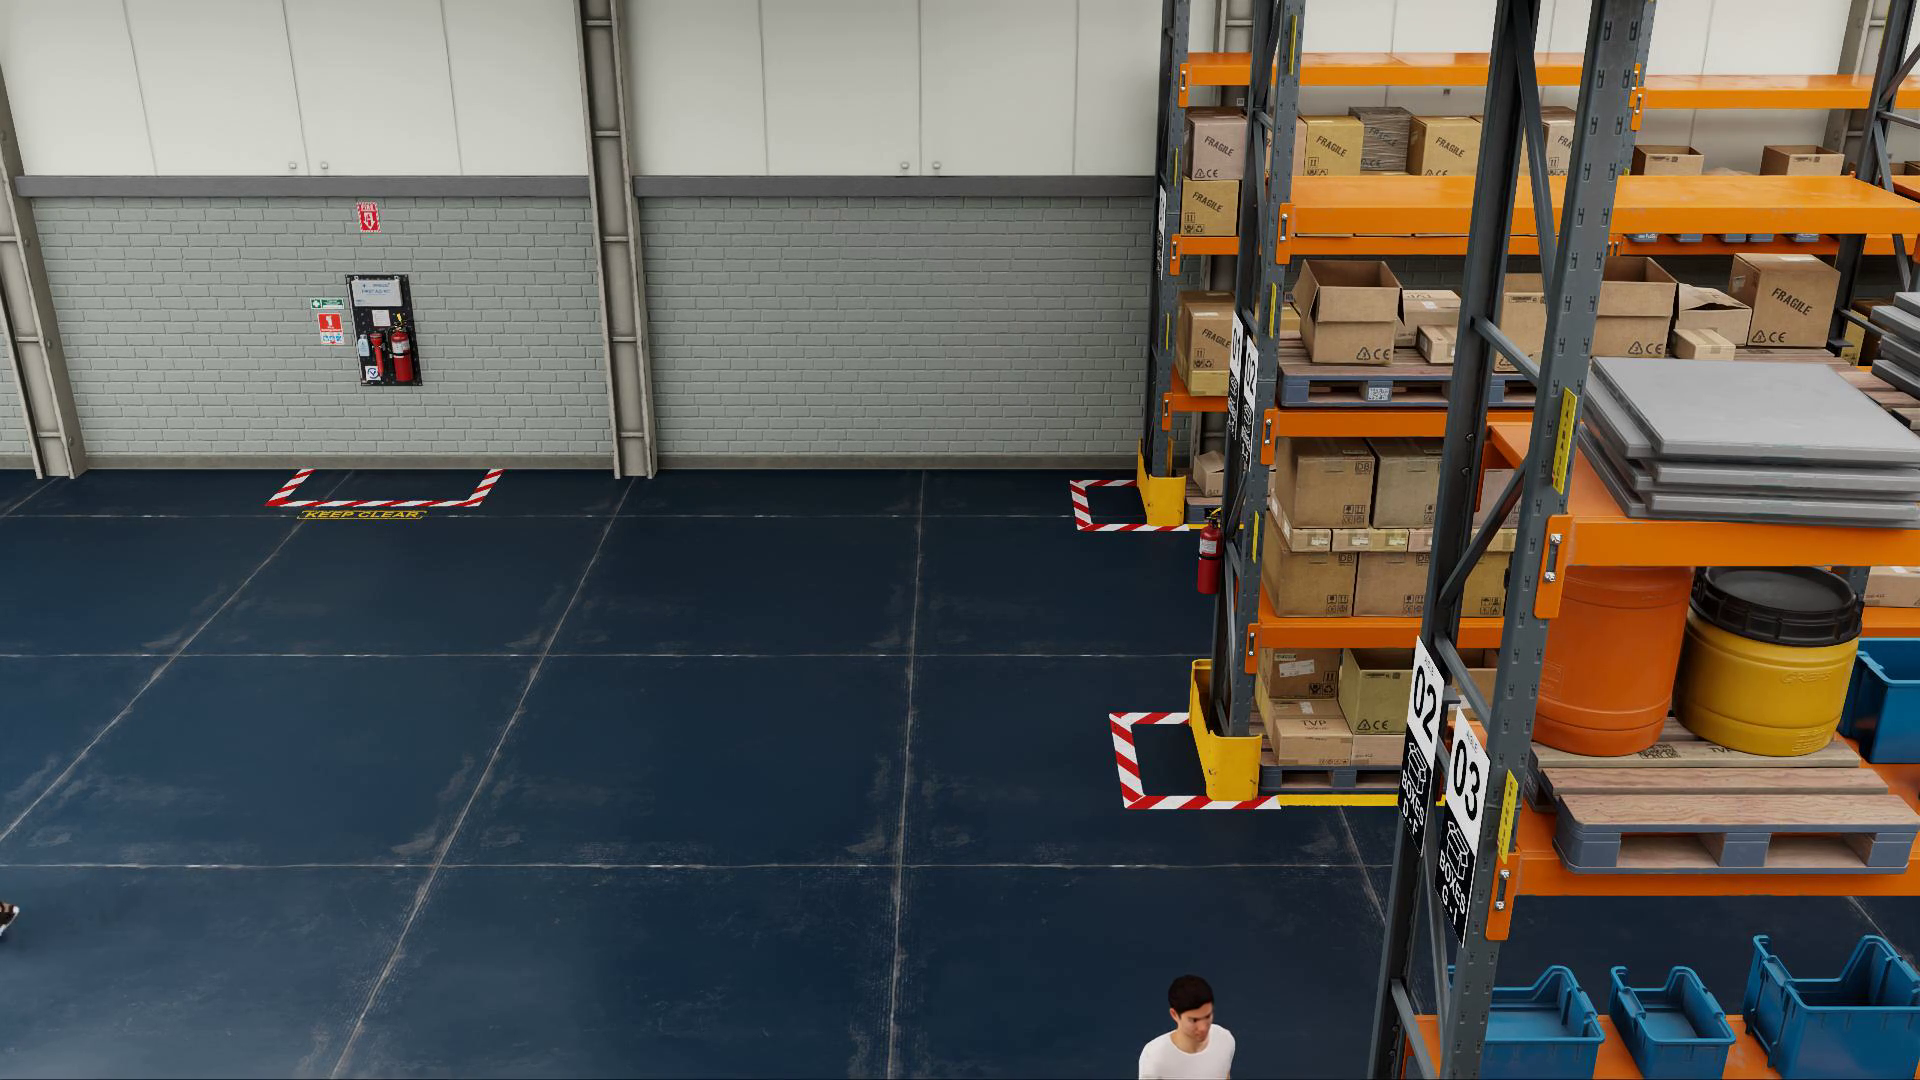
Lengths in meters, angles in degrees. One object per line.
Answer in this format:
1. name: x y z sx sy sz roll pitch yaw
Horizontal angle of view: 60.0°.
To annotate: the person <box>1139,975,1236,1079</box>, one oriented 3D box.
1. person: 0.981 2.636 7.344 0.620 1.723 0.758 -10 25 -23
